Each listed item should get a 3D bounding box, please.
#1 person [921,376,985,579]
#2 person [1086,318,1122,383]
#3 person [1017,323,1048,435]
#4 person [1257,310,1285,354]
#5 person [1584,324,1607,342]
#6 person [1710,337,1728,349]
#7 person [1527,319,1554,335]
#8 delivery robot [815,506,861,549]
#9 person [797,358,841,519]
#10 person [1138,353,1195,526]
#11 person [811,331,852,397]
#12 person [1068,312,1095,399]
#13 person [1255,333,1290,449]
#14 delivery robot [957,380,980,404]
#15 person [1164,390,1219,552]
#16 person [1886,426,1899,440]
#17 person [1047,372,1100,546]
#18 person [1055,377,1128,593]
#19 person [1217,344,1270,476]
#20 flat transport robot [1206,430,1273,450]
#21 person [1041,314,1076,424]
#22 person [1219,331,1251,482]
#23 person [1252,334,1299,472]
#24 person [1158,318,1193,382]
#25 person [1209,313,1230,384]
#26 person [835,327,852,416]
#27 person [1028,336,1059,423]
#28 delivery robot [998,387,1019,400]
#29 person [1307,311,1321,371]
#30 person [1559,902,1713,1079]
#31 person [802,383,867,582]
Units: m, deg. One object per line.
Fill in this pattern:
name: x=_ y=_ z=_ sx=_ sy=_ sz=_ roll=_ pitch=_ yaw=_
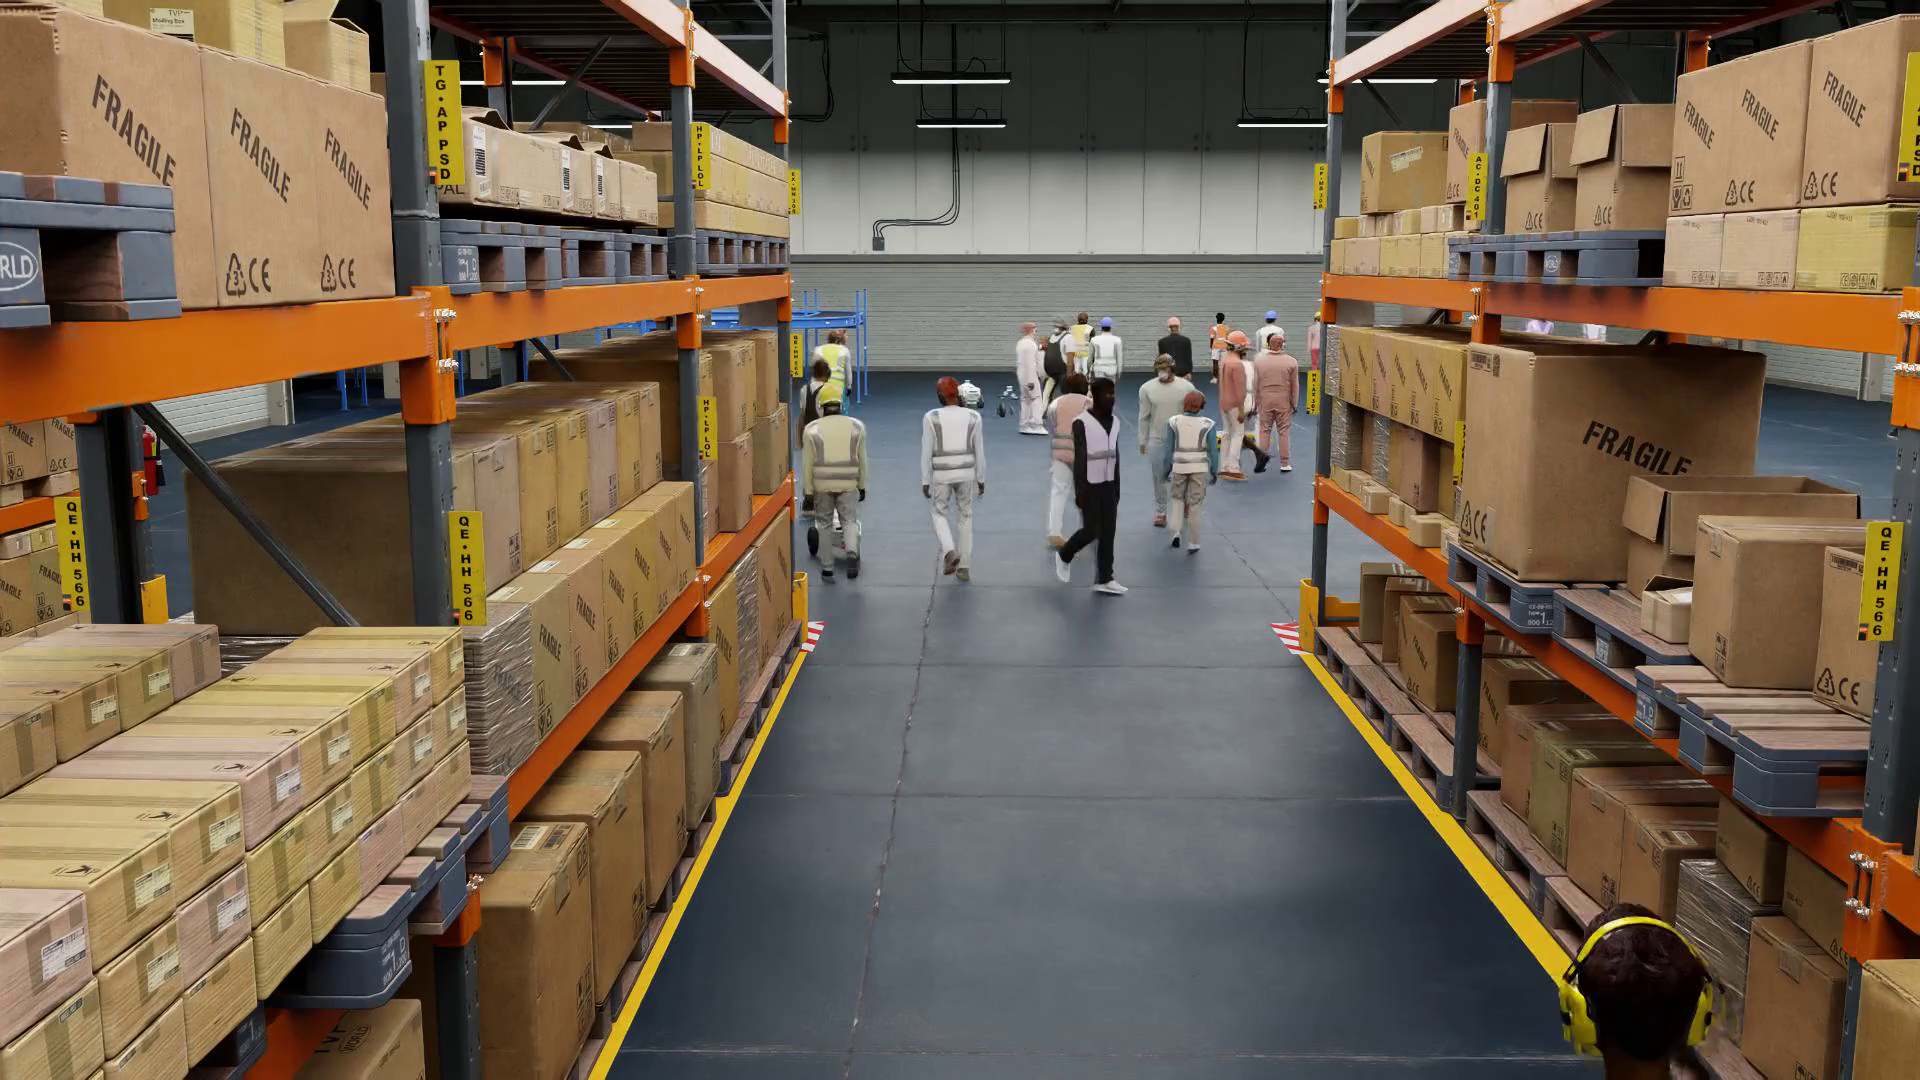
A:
person: x=-0.048 y=-0.566 z=15.244 sx=0.629 sy=1.870 sz=0.452 roll=-2 pitch=10 yaw=-12
person: x=2.626 y=-3.100 z=30.344 sx=0.625 sy=1.891 sz=1.012 roll=-1 pitch=10 yaw=-5
person: x=1.239 y=-2.719 z=28.101 sx=0.520 sy=1.885 sz=0.692 roll=-3 pitch=10 yaw=-16
person: x=6.256 y=-3.644 z=33.479 sx=0.659 sy=1.934 sz=0.433 roll=8 pitch=12 yaw=39
person: x=14.551 y=-4.374 z=37.984 sx=0.907 sy=1.891 sz=0.567 roll=-9 pitch=13 yaw=-43
person: x=10.383 y=-1.852 z=22.918 sx=0.647 sy=1.885 sz=1.009 roll=8 pitch=12 yaw=40
person: x=12.722 y=-4.183 z=36.590 sx=0.606 sy=1.993 sz=1.098 roll=0 pitch=9 yaw=1
delivery robot: x=-1.210 y=-0.138 z=16.459 sx=0.477 sy=0.478 sz=0.707 roll=-3 pitch=10 yaw=-16
person: x=-1.515 y=-1.172 z=19.065 sx=0.536 sy=1.797 sz=0.957 roll=8 pitch=12 yaw=39
person: x=2.306 y=-1.132 z=18.515 sx=0.648 sy=1.915 sz=0.573 roll=2 pitch=10 yaw=10
person: x=-2.105 y=-2.519 z=27.202 sx=0.646 sy=1.788 sz=0.970 roll=3 pitch=10 yaw=15
person: x=2.613 y=-3.924 z=35.442 sx=0.634 sy=1.842 sz=0.429 roll=5 pitch=11 yaw=27
person: x=4.769 y=-2.257 z=25.514 sx=0.520 sy=1.825 sz=0.914 roll=6 pitch=11 yaw=33
delivery robot: x=0.145 y=-2.976 z=33.459 sx=0.477 sy=0.478 sz=0.707 roll=-3 pitch=10 yaw=-19
person: x=2.324 y=-0.687 z=16.671 sx=0.547 sy=1.626 sz=0.366 roll=4 pitch=10 yaw=20
person: x=15.532 y=-2.558 z=27.004 sx=0.607 sy=1.932 sz=0.903 roll=-1 pitch=10 yaw=-9
person: x=1.180 y=-0.841 z=17.196 sx=0.637 sy=1.780 sz=0.979 roll=5 pitch=11 yaw=28
person: x=1.184 y=-0.491 z=14.679 sx=0.642 sy=1.903 sz=0.617 roll=9 pitch=13 yaw=42
person: x=3.833 y=-1.789 z=22.468 sx=0.601 sy=1.917 sz=0.564 roll=6 pitch=11 yaw=32
flat transport robot: x=4.215 y=-1.594 z=26.311 sx=1.431 sy=0.197 sz=0.652 roll=-7 pitch=12 yaw=-35
person: x=1.805 y=-3.079 z=29.916 sx=0.813 sy=2.000 sz=0.709 roll=-6 pitch=11 yaw=-32
person: x=3.664 y=-1.797 z=22.248 sx=0.383 sy=1.995 sz=0.616 roll=-2 pitch=10 yaw=-15
person: x=4.388 y=-1.903 z=23.153 sx=0.652 sy=1.904 sz=0.404 roll=2 pitch=10 yaw=14
person: x=3.819 y=-2.961 z=29.475 sx=0.605 sy=1.901 sz=1.146 roll=1 pitch=10 yaw=6
person: x=6.232 y=-4.606 z=39.961 sx=0.538 sy=1.696 sz=0.317 roll=-3 pitch=10 yaw=-19
person: x=-2.034 y=-2.616 z=27.649 sx=0.696 sy=1.830 sz=0.578 roll=-5 pitch=11 yaw=-29
person: x=1.616 y=-2.890 z=30.028 sx=0.833 sy=1.581 sz=0.526 roll=-5 pitch=11 yaw=-29
delivery robot: x=0.944 y=-2.809 z=31.681 sx=0.335 sy=0.223 sz=0.698 roll=-2 pitch=10 yaw=-14
person: x=8.443 y=-4.512 z=39.216 sx=0.535 sy=1.751 sz=0.361 roll=1 pitch=10 yaw=5
person: x=1.150 y=1.534 z=2.792 sx=0.521 sy=1.838 sz=0.860 roll=1 pitch=10 yaw=4
person: x=-1.131 y=-0.508 z=15.044 sx=0.606 sy=1.819 sz=0.591 roll=-2 pitch=10 yaw=-14
